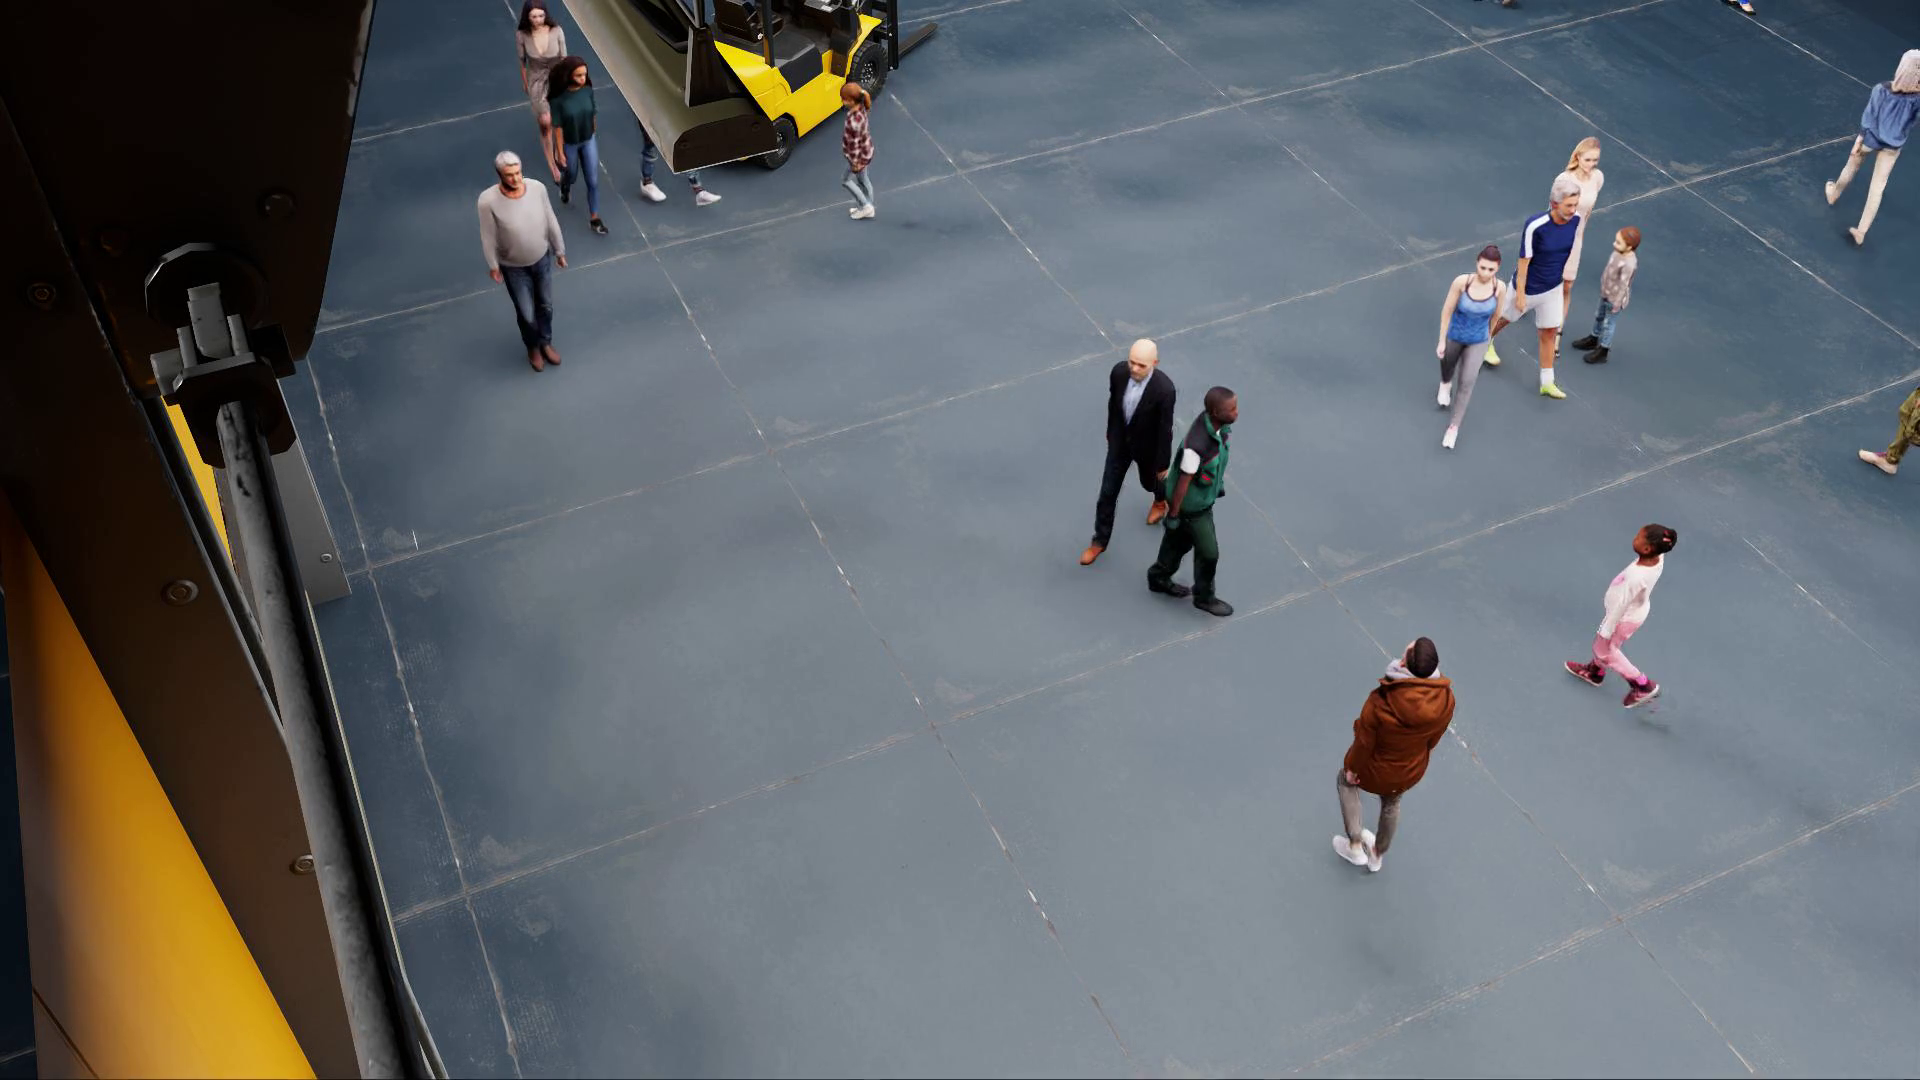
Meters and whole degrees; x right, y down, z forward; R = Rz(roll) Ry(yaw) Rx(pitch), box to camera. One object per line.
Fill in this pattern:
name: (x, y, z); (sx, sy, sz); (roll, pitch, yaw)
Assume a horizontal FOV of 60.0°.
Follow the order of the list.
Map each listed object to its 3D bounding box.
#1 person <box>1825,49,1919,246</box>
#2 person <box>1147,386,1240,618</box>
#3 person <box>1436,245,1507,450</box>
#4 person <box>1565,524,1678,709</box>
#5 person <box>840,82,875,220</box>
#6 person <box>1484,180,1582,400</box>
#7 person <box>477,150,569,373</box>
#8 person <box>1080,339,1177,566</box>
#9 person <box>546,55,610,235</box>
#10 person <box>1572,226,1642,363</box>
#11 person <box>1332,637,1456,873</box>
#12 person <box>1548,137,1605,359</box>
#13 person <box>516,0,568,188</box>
person: (7.886, -3.324, 14.217); (1.031, 1.644, 1.215); (6, 44, 6)
person: (1.451, -0.282, 10.903); (1.048, 1.810, 0.980); (18, 47, 18)
person: (3.762, -1.537, 12.389); (0.997, 1.578, 1.081); (12, 45, 12)
person: (4.218, 0.480, 10.381); (0.907, 1.428, 0.770); (27, 50, 26)
person: (-0.826, -3.382, 14.533); (0.686, 1.294, 0.598); (7, 44, 8)
person: (4.347, -1.995, 12.719); (0.731, 1.786, 1.188); (-14, 45, -14)
person: (-3.401, -2.207, 12.858); (0.806, 1.901, 0.735); (-26, 50, -25)
person: (1.260, -0.693, 11.364); (1.227, 1.769, 1.139); (26, 50, 25)
person: (-3.352, -3.459, 14.396); (0.702, 1.594, 1.000); (-22, 48, -21)
person: (5.154, -1.941, 13.092); (0.605, 1.193, 0.494); (-4, 44, -4)
person: (2.419, 1.285, 9.251); (0.795, 1.820, 0.803); (-8, 44, -8)
person: (4.693, -2.410, 13.154); (0.865, 1.788, 1.154); (-3, 44, -3)
person: (-3.718, -4.133, 15.016); (0.645, 1.714, 0.922); (-13, 45, -13)
